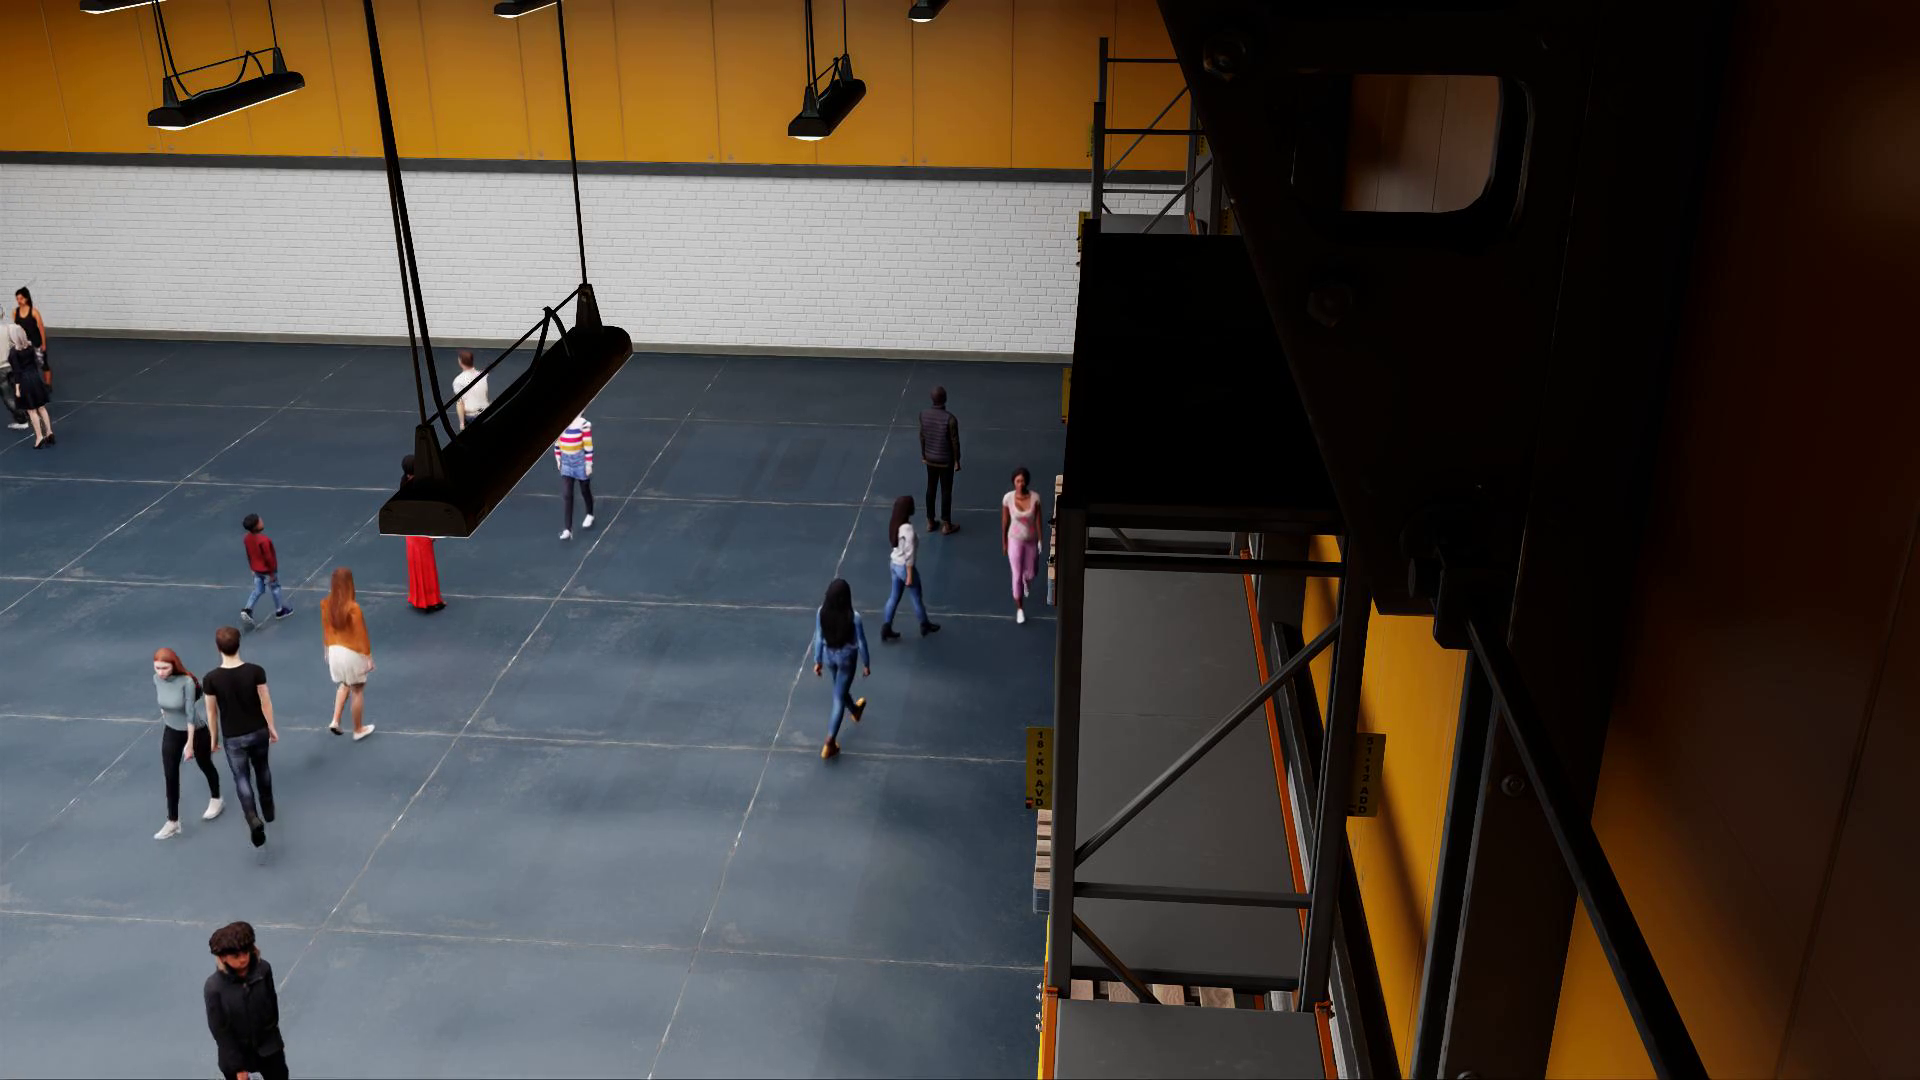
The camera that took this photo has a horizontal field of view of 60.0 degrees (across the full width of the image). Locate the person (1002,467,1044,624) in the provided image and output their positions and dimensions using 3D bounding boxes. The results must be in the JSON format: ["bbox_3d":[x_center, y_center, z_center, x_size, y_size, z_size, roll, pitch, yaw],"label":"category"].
[{"bbox_3d":[0.665,0.009,17.833,0.667,1.724,0.918,-1,24,-3],"label":"person"}]

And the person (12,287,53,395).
[{"bbox_3d":[-13.728,-2.948,24.698,0.708,1.643,0.955,-2,24,-4],"label":"person"}]

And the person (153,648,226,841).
[{"bbox_3d":[-6.510,1.632,14.135,0.652,1.711,0.970,5,24,11],"label":"person"}]

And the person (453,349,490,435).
[{"bbox_3d":[-6.108,-1.494,21.160,1.210,1.812,1.231,20,30,38],"label":"person"}]

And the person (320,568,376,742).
[{"bbox_3d":[-5.706,1.112,15.343,0.735,1.697,0.793,7,25,16],"label":"person"}]

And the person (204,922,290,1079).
[{"bbox_3d":[-4.570,3.165,10.575,1.105,1.754,1.110,20,31,39],"label":"person"}]

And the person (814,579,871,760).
[{"bbox_3d":[-1.126,1.196,15.186,0.888,1.668,1.252,10,25,21],"label":"person"}]

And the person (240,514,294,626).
[{"bbox_3d":[-7.470,0.324,17.713,0.685,1.241,0.865,12,26,26],"label":"person"}]

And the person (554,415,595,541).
[{"bbox_3d":[-4.558,-0.912,19.895,0.706,1.759,1.108,3,24,8],"label":"person"}]

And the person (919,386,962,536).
[{"bbox_3d":[-0.245,-0.965,19.921,0.775,1.836,0.748,14,27,29],"label":"person"}]

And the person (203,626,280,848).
[{"bbox_3d":[-5.956,1.655,13.879,1.054,1.874,1.219,-12,26,-25],"label":"person"}]

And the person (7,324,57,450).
[{"bbox_3d":[-12.664,-2.098,22.623,0.671,1.747,0.514,4,24,9],"label":"person"}]

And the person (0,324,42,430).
[{"bbox_3d":[-13.338,-2.393,23.273,0.938,1.768,0.708,18,29,35],"label":"person"}]

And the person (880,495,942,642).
[{"bbox_3d":[-0.649,0.320,17.271,0.968,1.603,0.956,-13,27,-27],"label":"person"}]

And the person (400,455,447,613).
[{"bbox_3d":[-5.845,-0.083,17.967,0.759,1.785,0.809,21,31,40],"label":"person"}]
